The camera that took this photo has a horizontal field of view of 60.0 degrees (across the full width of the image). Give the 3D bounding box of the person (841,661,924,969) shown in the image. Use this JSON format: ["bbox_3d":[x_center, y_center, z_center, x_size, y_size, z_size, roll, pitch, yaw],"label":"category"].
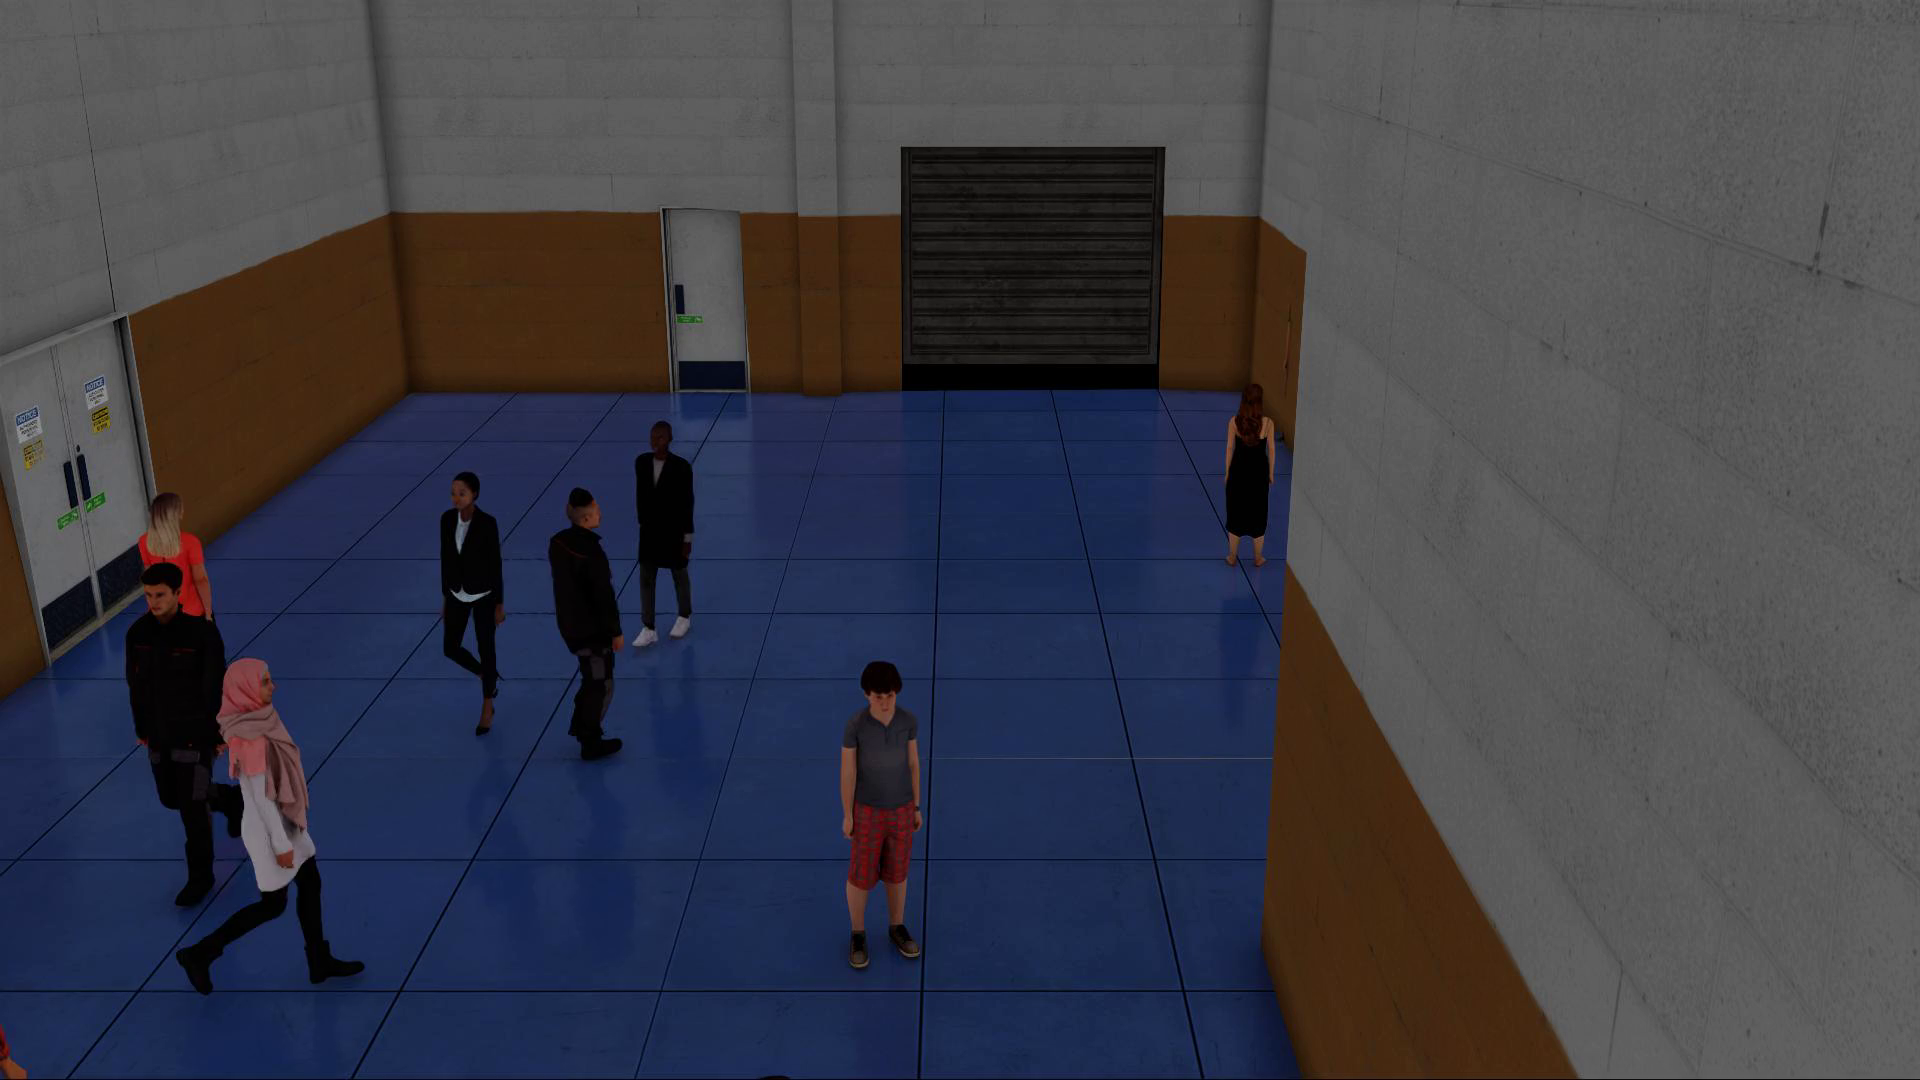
[{"bbox_3d":[-0.405,1.383,8.581,0.564,1.650,0.700,-6,19,-17],"label":"person"}]

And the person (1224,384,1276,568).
[{"bbox_3d":[2.498,-0.563,14.414,0.550,1.625,0.673,3,19,8],"label":"person"}]

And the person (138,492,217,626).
[{"bbox_3d":[-5.231,0.531,11.083,0.804,1.680,0.682,0,19,1],"label":"person"}]

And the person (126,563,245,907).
[{"bbox_3d":[-4.289,1.019,9.264,1.063,1.918,0.896,3,19,10],"label":"person"}]

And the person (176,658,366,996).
[{"bbox_3d":[-3.482,1.457,8.178,1.159,1.781,0.851,-6,19,-17],"label":"person"}]

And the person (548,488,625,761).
[{"bbox_3d":[-2.483,0.545,10.744,0.908,1.846,0.885,-14,23,-35],"label":"person"}]

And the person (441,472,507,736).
[{"bbox_3d":[-3.237,0.405,11.224,0.736,1.828,0.772,5,19,14],"label":"person"}]

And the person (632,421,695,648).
[{"bbox_3d":[-2.217,-0.082,12.810,0.923,1.738,0.889,5,19,15],"label":"person"}]
